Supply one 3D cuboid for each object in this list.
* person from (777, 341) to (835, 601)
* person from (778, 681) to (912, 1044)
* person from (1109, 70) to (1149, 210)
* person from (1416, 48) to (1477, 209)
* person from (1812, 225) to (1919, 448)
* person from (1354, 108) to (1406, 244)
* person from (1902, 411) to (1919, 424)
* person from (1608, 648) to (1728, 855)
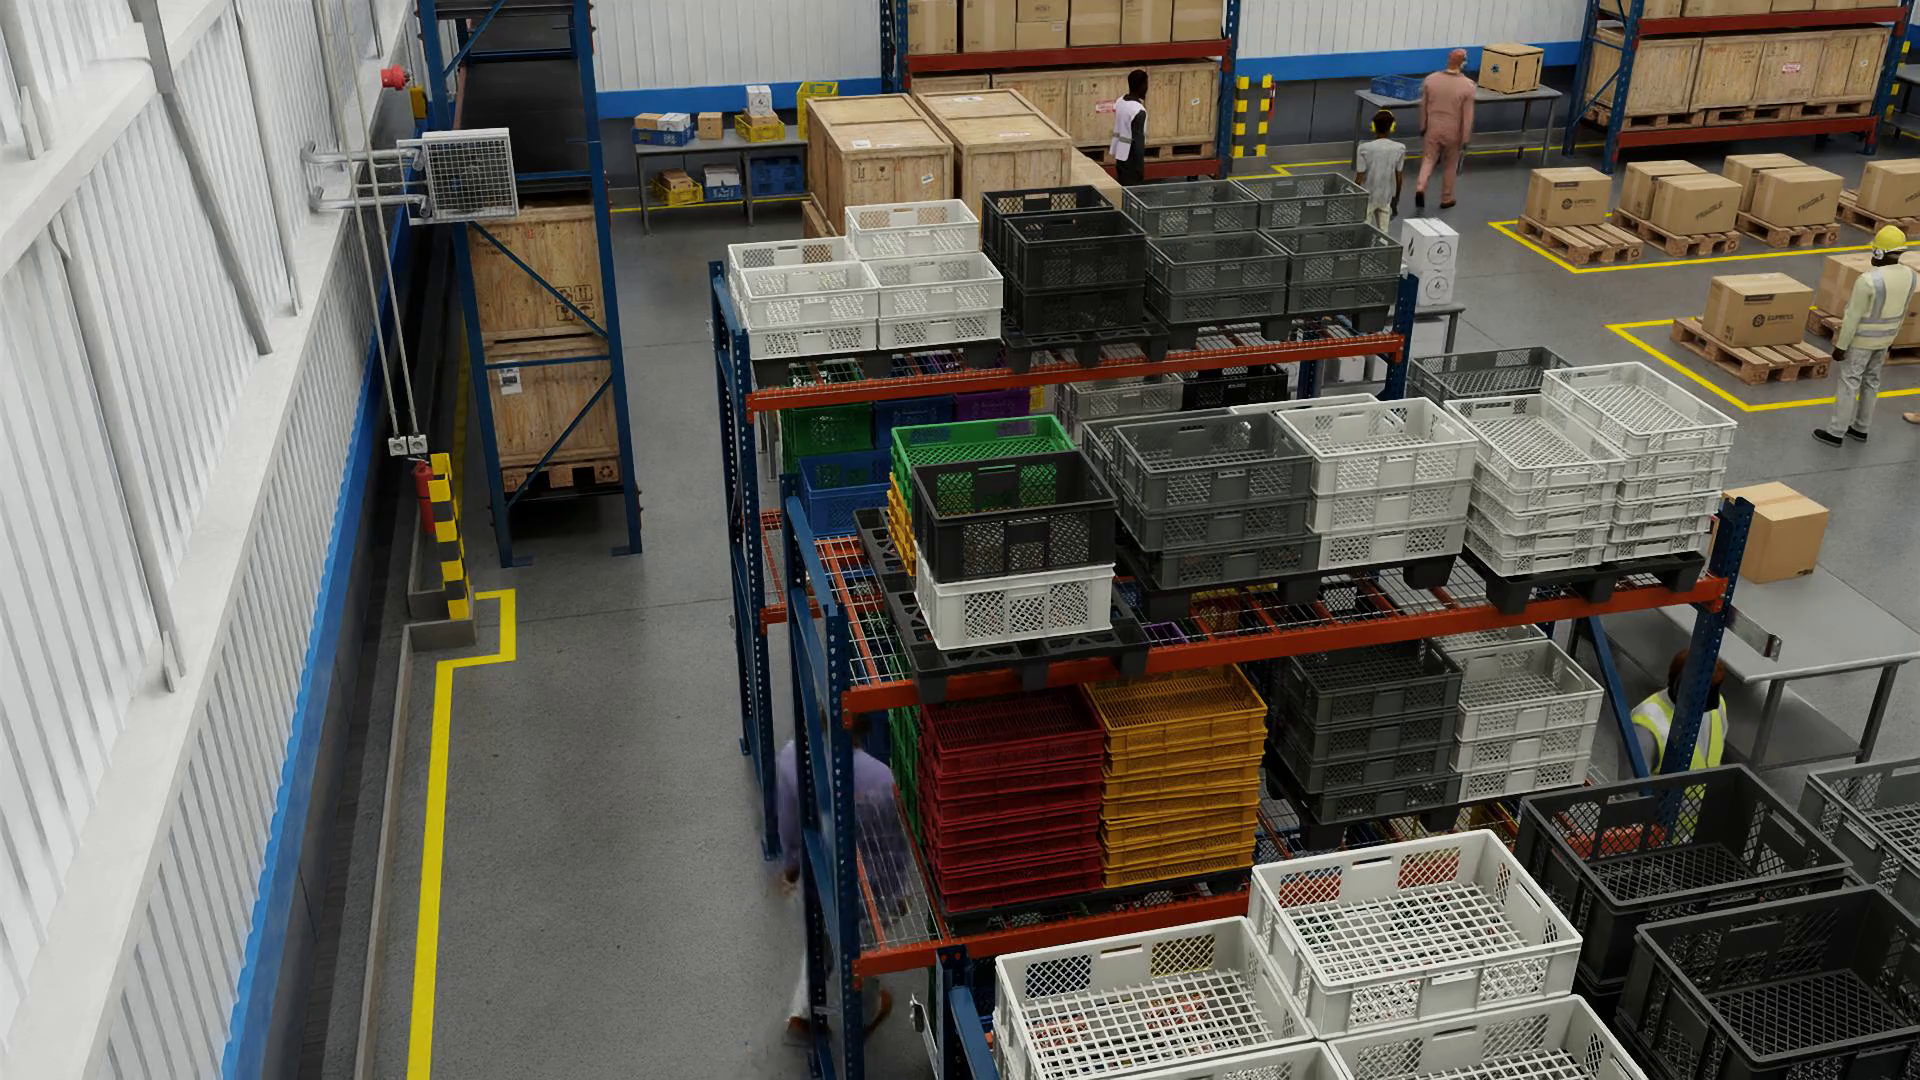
[{"bbox_3d":[-1.013,-0.514,11.274,0.345,1.883,0.584,13,30,23],"label":"person"},{"bbox_3d":[-0.528,1.502,7.414,0.639,1.918,0.549,16,32,27],"label":"person"},{"bbox_3d":[1.852,-4.168,18.184,0.401,1.914,0.594,-9,29,-16],"label":"person"},{"bbox_3d":[5.646,-4.761,19.323,0.678,1.886,0.674,20,34,33],"label":"person"},{"bbox_3d":[7.350,-1.642,13.485,0.599,1.825,0.403,-11,30,-20],"label":"person"},{"bbox_3d":[4.179,-3.399,16.769,0.518,1.865,0.323,-1,28,-3],"label":"person"},{"bbox_3d":[8.283,-1.761,13.839,0.533,1.696,0.318,-13,30,-23],"label":"person"},{"bbox_3d":[3.306,1.313,7.854,0.624,1.845,0.430,-17,32,-29],"label":"person"}]
